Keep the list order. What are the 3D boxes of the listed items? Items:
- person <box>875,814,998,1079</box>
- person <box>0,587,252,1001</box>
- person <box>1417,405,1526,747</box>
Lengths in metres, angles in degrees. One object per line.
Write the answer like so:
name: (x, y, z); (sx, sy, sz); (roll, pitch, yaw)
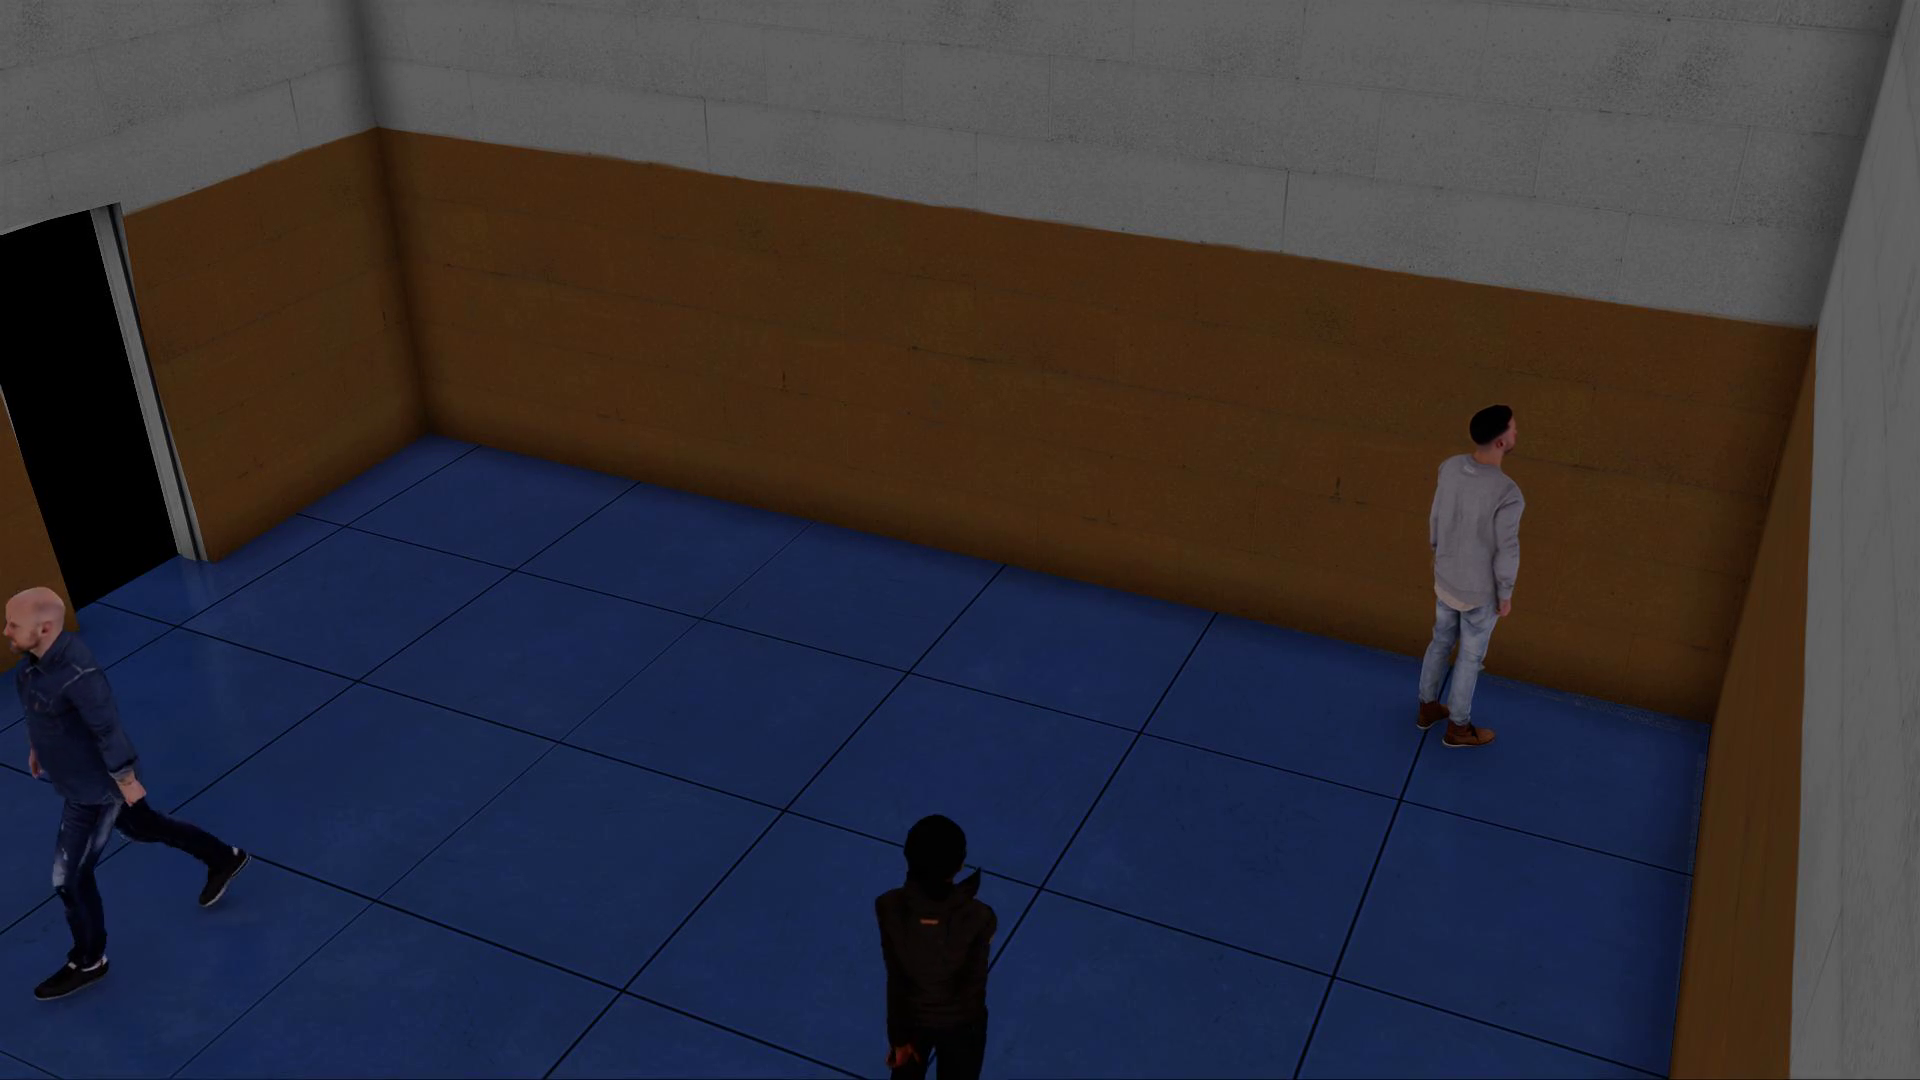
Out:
person: (-0.058, 1.569, 5.784); (1.009, 1.651, 0.849); (-7, 29, -13)
person: (-3.448, 0.947, 6.783); (1.112, 1.785, 1.248); (-22, 36, -35)
person: (2.501, 0.174, 8.142); (0.828, 1.840, 0.724); (-15, 32, -25)
